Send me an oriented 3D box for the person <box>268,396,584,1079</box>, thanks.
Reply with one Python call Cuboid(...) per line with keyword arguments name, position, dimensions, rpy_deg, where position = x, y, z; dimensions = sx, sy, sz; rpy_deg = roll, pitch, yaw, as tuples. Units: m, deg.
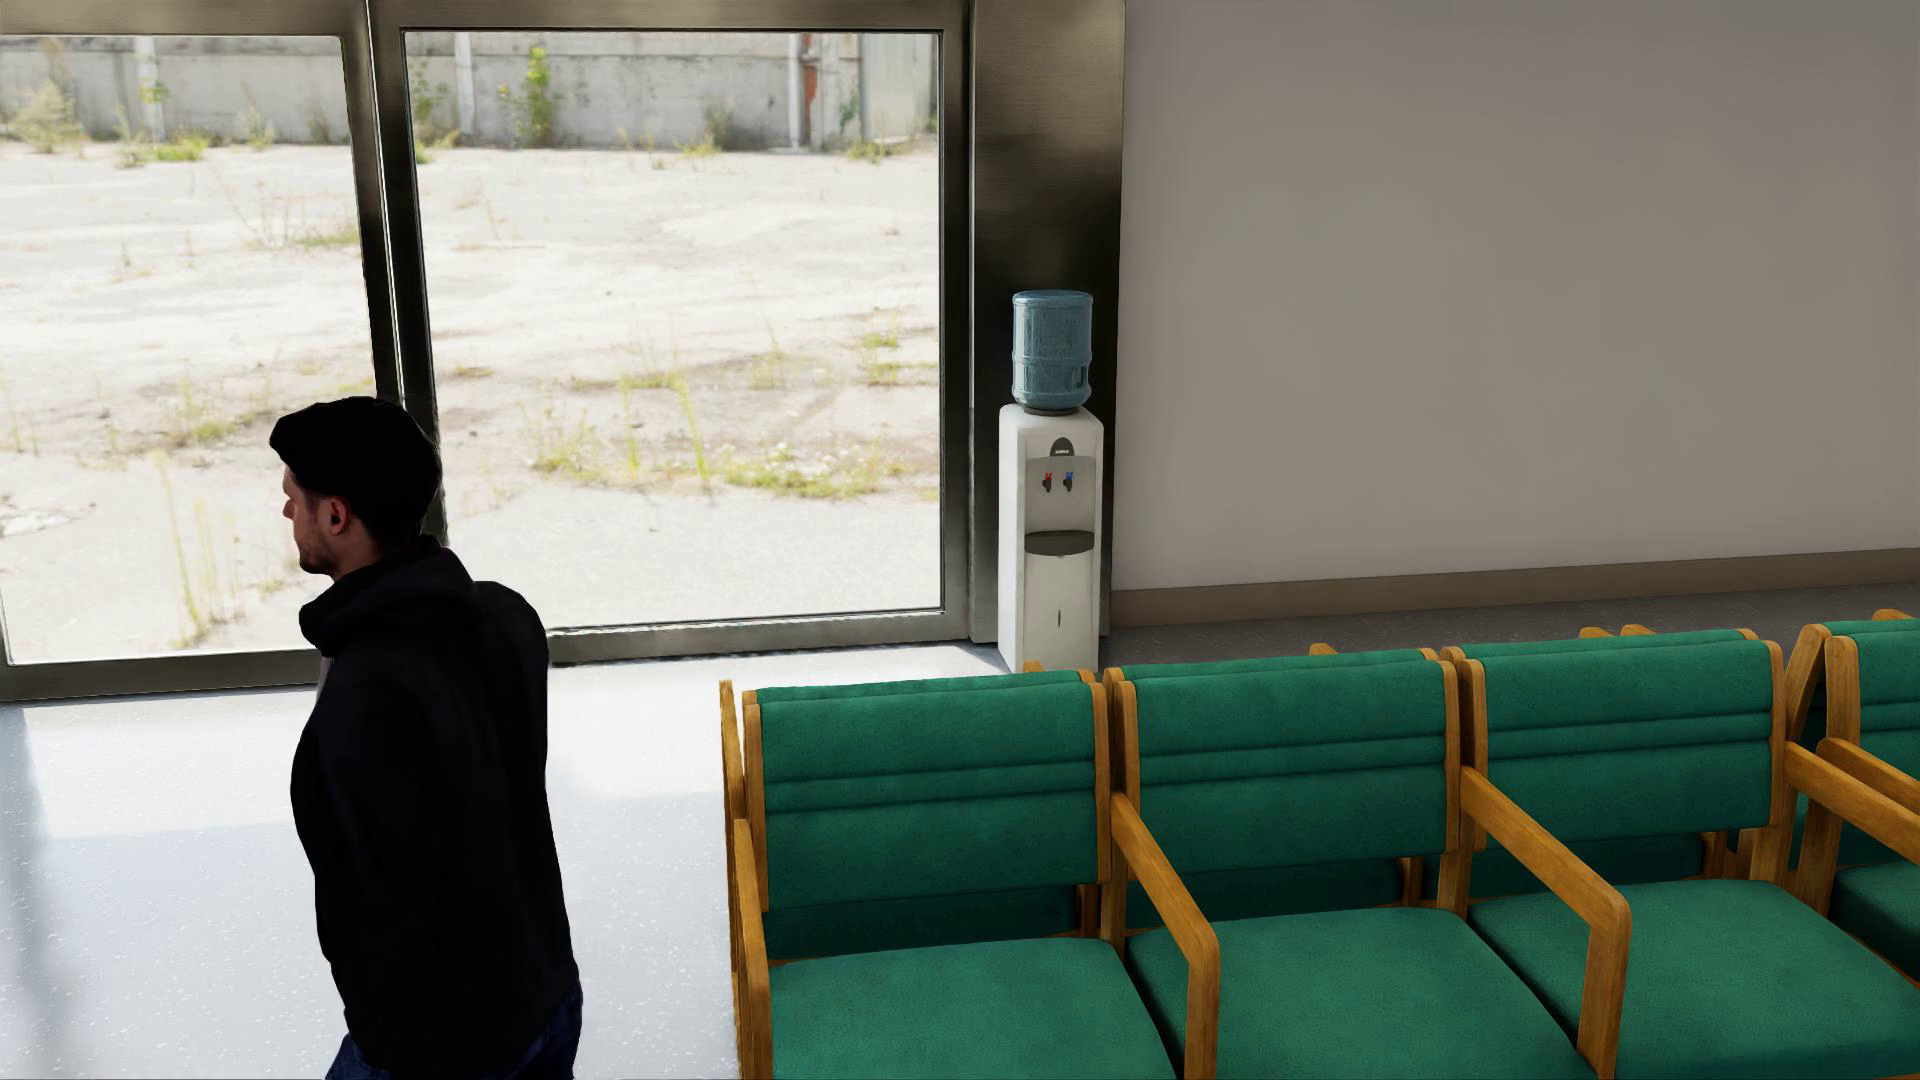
Cuboid(name="person", position=(-0.662, 0.729, 2.508), dimensions=(1.005, 1.850, 1.119), rpy_deg=(4, 16, 13))
